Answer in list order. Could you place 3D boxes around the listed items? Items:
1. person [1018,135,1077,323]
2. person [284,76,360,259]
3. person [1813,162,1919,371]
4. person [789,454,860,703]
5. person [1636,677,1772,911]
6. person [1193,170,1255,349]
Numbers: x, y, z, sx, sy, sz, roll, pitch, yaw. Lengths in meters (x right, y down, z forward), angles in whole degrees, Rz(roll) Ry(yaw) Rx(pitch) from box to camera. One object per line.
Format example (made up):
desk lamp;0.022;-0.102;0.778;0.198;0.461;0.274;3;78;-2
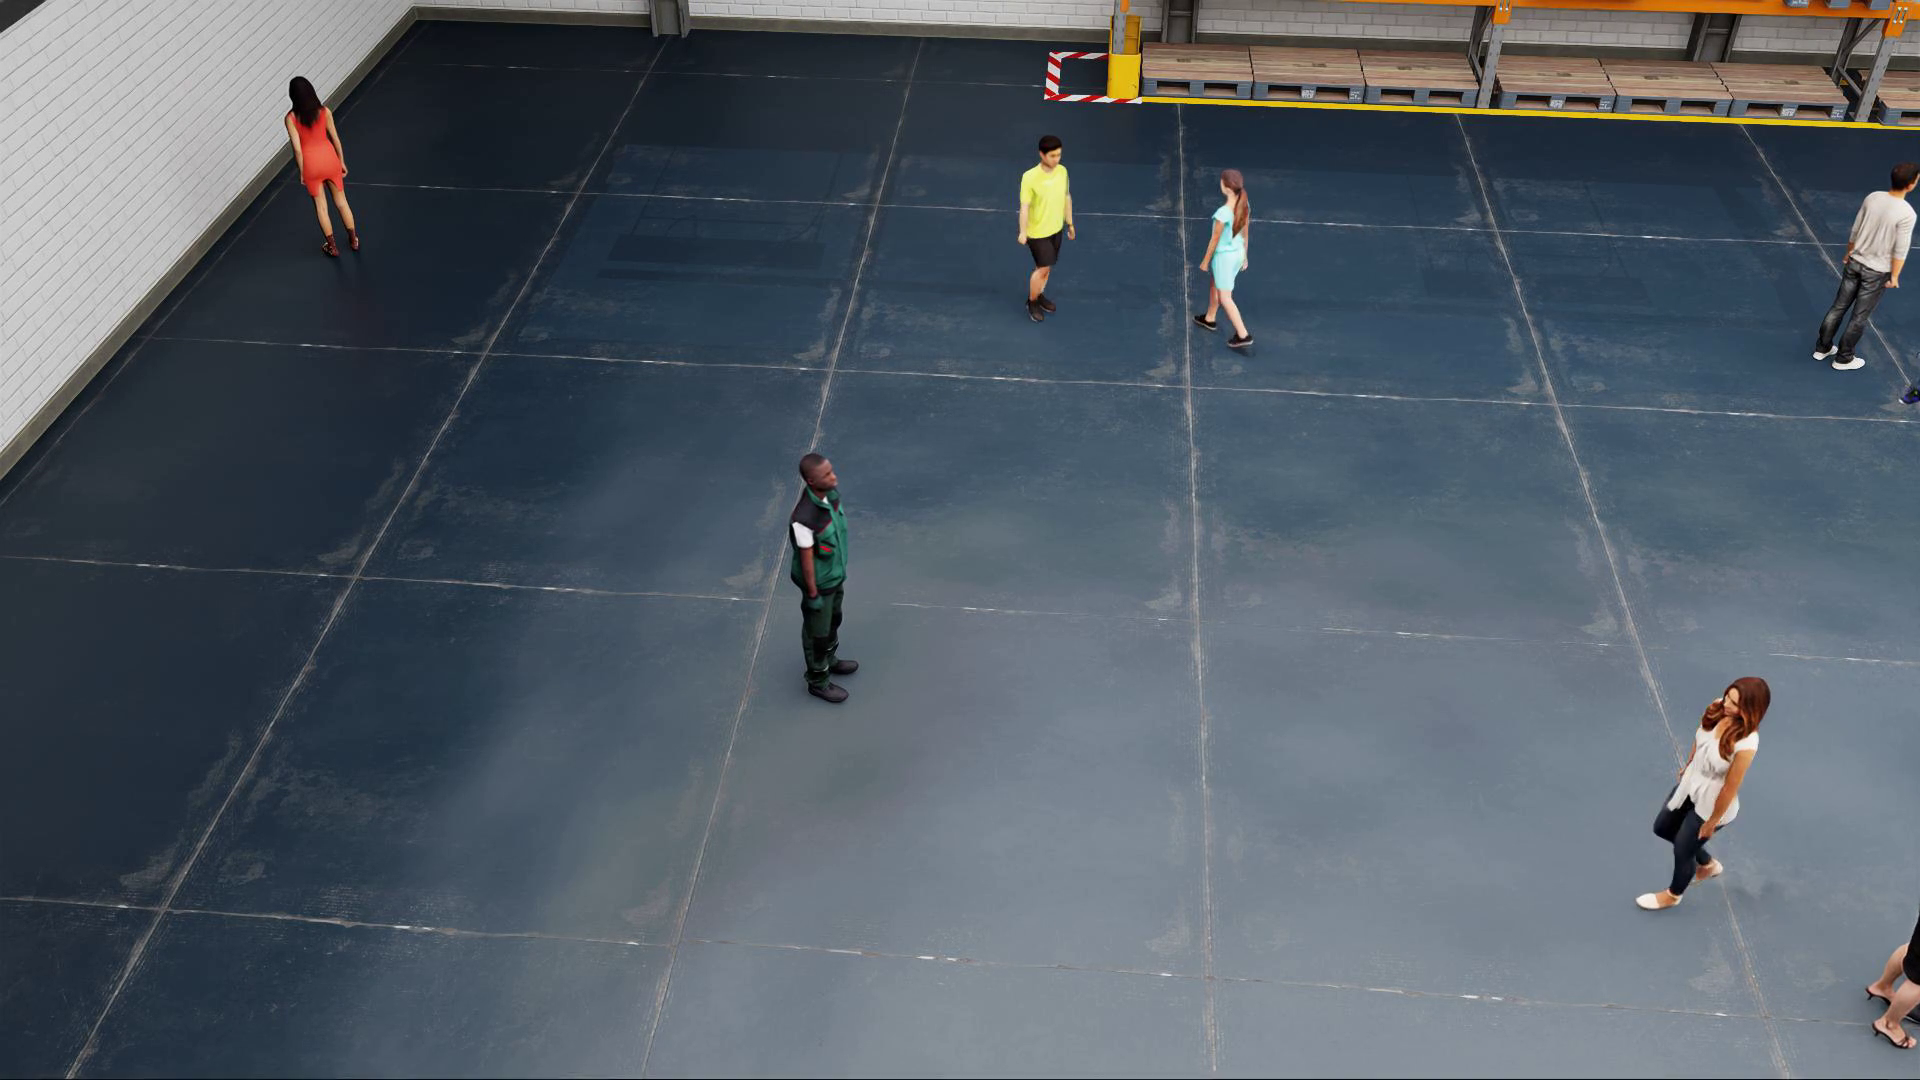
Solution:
person;0.673;-2.733;14.314;0.778;1.696;0.837;-29;47;-31
person;-5.816;-3.395;15.124;0.650;1.719;0.726;-24;44;-27
person;7.439;-2.247;13.613;0.727;1.811;0.736;-17;42;-20
person;-0.883;0.215;10.507;0.641;1.839;0.708;8;39;10
person;4.154;1.399;9.079;0.728;1.772;0.650;-1;39;-1
person;2.284;-2.333;13.941;0.947;1.535;1.014;-30;47;-32
